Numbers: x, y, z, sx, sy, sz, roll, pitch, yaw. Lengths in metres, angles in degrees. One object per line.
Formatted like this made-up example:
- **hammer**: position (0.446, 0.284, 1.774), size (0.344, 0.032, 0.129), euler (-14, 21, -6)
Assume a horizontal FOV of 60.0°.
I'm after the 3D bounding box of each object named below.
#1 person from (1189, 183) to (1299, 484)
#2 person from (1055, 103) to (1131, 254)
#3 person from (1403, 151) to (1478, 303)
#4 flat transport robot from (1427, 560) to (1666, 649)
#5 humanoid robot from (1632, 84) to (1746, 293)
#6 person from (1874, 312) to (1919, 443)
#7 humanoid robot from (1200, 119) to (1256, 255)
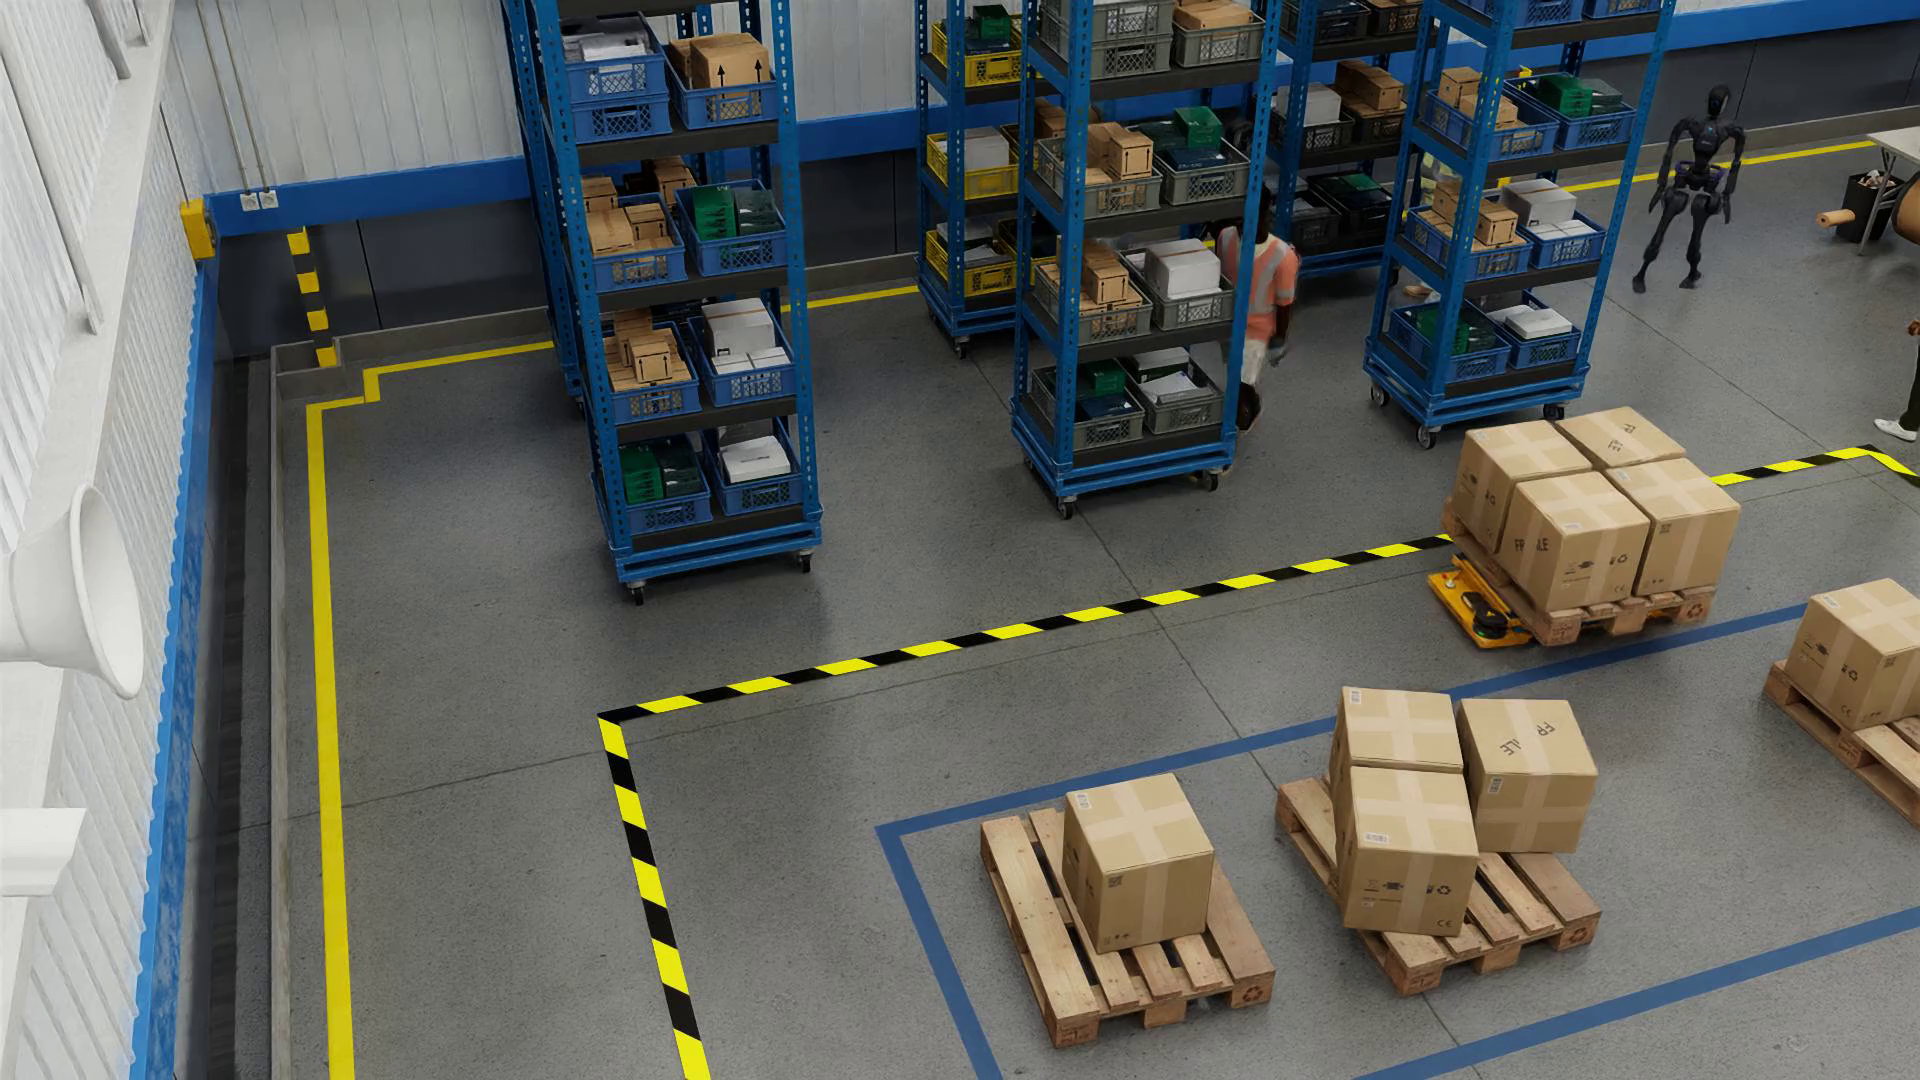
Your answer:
- **person**: position (1.805, -1.381, 10.598), size (0.958, 1.896, 0.626), euler (-26, 43, -32)
- **person**: position (0.965, -2.193, 11.729), size (0.650, 1.924, 0.596), euler (23, 41, 29)
- **person**: position (3.589, -2.538, 12.289), size (0.431, 1.845, 0.618), euler (7, 36, 9)
- **flat transport robot**: position (3.527, 0.260, 9.663), size (1.431, 0.197, 0.652), euler (-8, 36, -12)
- **humanoid robot**: position (5.575, -2.658, 12.628), size (0.586, 1.642, 0.454), euler (13, 37, 18)
- **person**: position (6.449, -1.500, 10.812), size (0.587, 1.848, 0.396), euler (-11, 37, -15)
- **humanoid robot**: position (1.970, -2.240, 12.000), size (0.315, 1.653, 0.599), euler (-17, 39, -23)
